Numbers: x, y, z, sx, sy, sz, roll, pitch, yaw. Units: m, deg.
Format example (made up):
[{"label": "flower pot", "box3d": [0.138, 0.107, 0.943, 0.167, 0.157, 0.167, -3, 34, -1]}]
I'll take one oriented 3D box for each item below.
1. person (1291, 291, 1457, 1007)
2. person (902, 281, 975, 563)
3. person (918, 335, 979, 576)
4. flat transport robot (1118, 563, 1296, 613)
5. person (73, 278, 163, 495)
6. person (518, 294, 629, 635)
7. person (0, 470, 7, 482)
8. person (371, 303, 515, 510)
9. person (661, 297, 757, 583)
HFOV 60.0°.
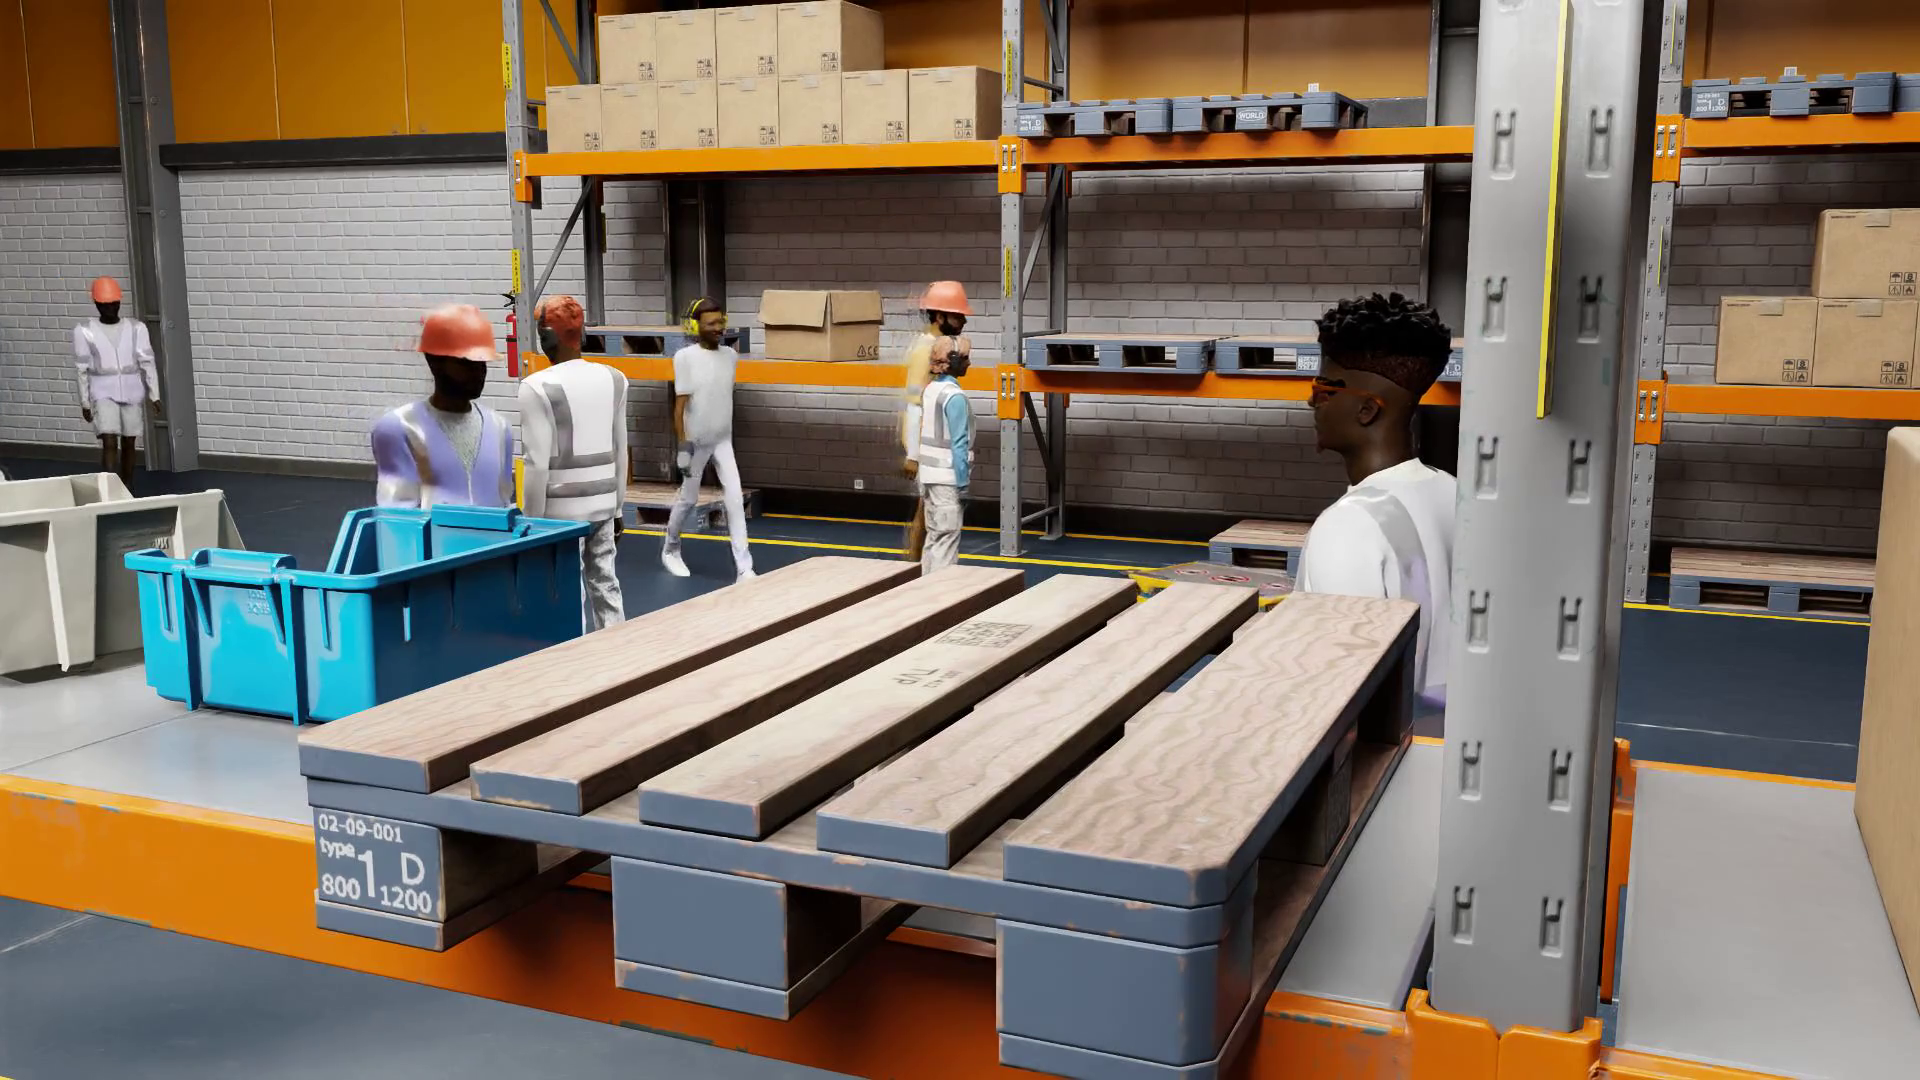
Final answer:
[{"label": "person", "box3d": [0.809, 0.497, 3.321, 0.367, 1.965, 0.607, 6, 11, 31]}, {"label": "person", "box3d": [-0.122, -0.570, 9.873, 0.551, 1.913, 0.577, 1, 10, 8]}, {"label": "person", "box3d": [-0.075, -0.315, 9.202, 0.314, 1.631, 0.508, -3, 10, -17]}, {"label": "flat transport robot", "box3d": [1.602, 0.322, 9.436, 0.652, 0.197, 1.431, -9, 13, -41]}, {"label": "person", "box3d": [-6.726, -1.136, 13.332, 0.568, 1.891, 0.957, -7, 12, -38]}, {"label": "person", "box3d": [-1.672, -0.111, 7.198, 0.356, 1.887, 0.572, 6, 11, 34]}, {"label": "person", "box3d": [-6.998, -0.814, 11.436, 1.050, 1.879, 0.648, 0, 9, 0]}, {"label": "person", "box3d": [-1.726, 0.143, 5.676, 0.959, 1.899, 0.554, 9, 13, 44]}, {"label": "person", "box3d": [-1.612, -0.621, 10.493, 0.510, 1.821, 1.002, -8, 13, -41]}]
